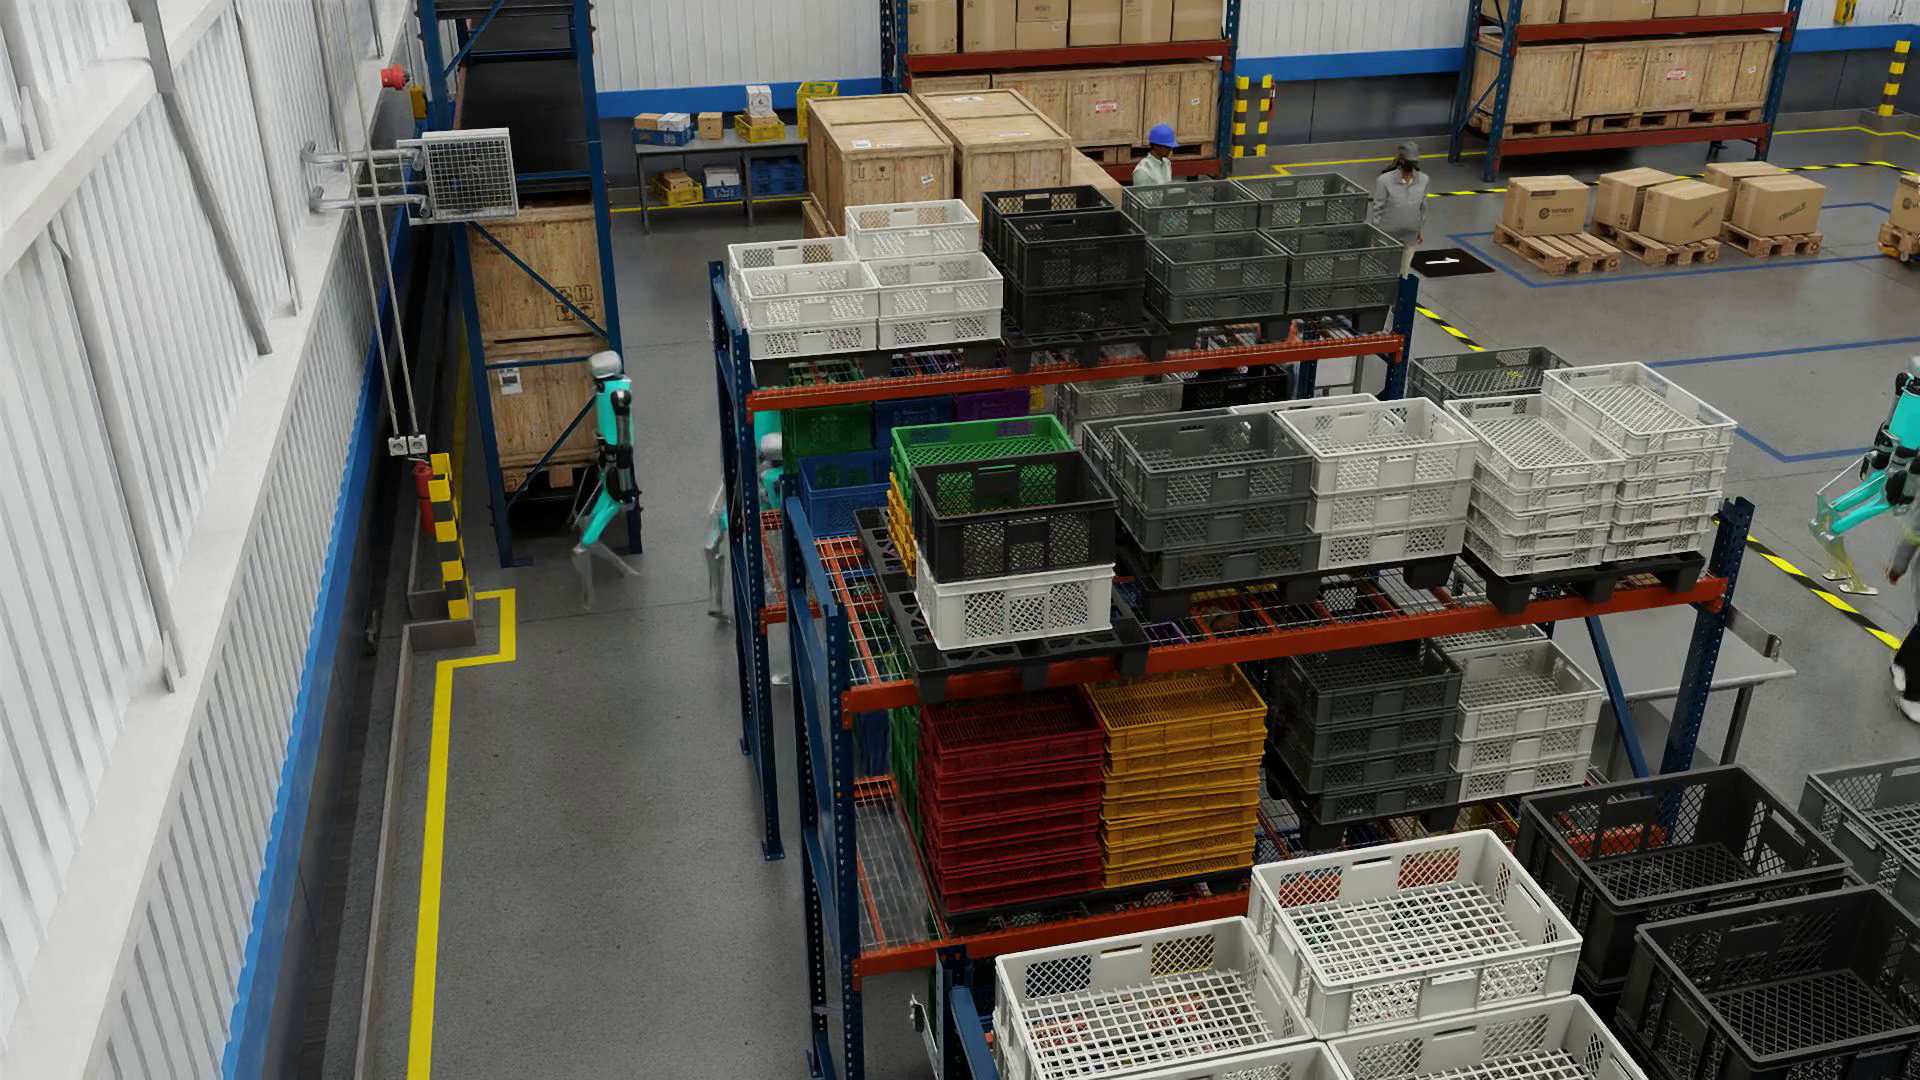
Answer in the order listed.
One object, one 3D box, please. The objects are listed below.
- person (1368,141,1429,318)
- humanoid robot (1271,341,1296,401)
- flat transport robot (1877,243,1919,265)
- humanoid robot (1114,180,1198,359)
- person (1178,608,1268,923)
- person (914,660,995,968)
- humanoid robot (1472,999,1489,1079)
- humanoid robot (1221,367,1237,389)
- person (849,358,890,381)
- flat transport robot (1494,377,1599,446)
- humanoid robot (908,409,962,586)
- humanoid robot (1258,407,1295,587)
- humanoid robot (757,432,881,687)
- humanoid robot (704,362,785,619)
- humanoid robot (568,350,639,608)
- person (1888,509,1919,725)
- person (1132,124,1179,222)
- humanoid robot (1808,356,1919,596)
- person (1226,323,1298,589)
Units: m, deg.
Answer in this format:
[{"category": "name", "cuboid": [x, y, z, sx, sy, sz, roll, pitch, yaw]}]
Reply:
[{"category": "person", "cuboid": [4.217, -2.982, 16.094, 0.560, 1.769, 0.399, -6, 28, -11]}, {"category": "humanoid robot", "cuboid": [2.190, -0.697, 11.858, 0.339, 1.650, 0.615, 4, 28, 7]}, {"category": "flat transport robot", "cuboid": [10.565, -2.997, 17.703, 0.652, 0.197, 1.431, -6, 28, -12]}, {"category": "humanoid robot", "cuboid": [1.696, -2.323, 14.948, 1.028, 1.777, 0.542, -8, 29, -15]}, {"category": "person", "cuboid": [1.227, 1.158, 8.176, 0.622, 1.835, 0.431, -18, 33, -31]}, {"category": "person", "cuboid": [-0.016, 1.310, 7.892, 0.493, 1.814, 0.607, 9, 29, 17]}, {"category": "humanoid robot", "cuboid": [2.299, 2.250, 6.225, 0.954, 1.771, 0.537, 3, 28, 6]}, {"category": "humanoid robot", "cuboid": [1.781, -0.509, 11.521, 0.642, 1.650, 0.603, 17, 32, 29]}, {"category": "person", "cuboid": [-0.622, -0.571, 11.434, 0.826, 1.842, 0.568, 16, 32, 28]}, {"category": "flat transport robot", "cuboid": [4.780, -1.036, 14.013, 0.659, 0.231, 1.431, -6, 28, -12]}, {"category": "humanoid robot", "cuboid": [-0.203, -0.189, 10.928, 0.679, 1.636, 0.610, -19, 33, -32]}, {"category": "humanoid robot", "cuboid": [2.016, -0.158, 10.861, 0.653, 1.636, 0.591, -6, 28, -10]}, {"category": "humanoid robot", "cuboid": [-0.761, 0.118, 10.273, 0.955, 1.751, 0.530, -8, 29, -15]}, {"category": "humanoid robot", "cuboid": [-1.469, -0.248, 10.983, 0.530, 1.769, 1.005, 12, 30, 22]}, {"category": "humanoid robot", "cuboid": [-2.539, -0.364, 11.235, 0.792, 1.808, 0.539, -12, 30, -21]}, {"category": "person", "cuboid": [5.950, 0.230, 9.958, 0.609, 1.805, 0.865, 2, 28, 4]}, {"category": "person", "cuboid": [1.859, -3.044, 16.036, 0.412, 1.939, 0.604, 17, 32, 30]}, {"category": "humanoid robot", "cuboid": [6.067, -0.431, 11.146, 0.735, 1.676, 0.533, -1, 28, -2]}, {"category": "person", "cuboid": [2.011, -0.584, 11.278, 0.421, 2.027, 0.689, 0, 28, -1]}]
